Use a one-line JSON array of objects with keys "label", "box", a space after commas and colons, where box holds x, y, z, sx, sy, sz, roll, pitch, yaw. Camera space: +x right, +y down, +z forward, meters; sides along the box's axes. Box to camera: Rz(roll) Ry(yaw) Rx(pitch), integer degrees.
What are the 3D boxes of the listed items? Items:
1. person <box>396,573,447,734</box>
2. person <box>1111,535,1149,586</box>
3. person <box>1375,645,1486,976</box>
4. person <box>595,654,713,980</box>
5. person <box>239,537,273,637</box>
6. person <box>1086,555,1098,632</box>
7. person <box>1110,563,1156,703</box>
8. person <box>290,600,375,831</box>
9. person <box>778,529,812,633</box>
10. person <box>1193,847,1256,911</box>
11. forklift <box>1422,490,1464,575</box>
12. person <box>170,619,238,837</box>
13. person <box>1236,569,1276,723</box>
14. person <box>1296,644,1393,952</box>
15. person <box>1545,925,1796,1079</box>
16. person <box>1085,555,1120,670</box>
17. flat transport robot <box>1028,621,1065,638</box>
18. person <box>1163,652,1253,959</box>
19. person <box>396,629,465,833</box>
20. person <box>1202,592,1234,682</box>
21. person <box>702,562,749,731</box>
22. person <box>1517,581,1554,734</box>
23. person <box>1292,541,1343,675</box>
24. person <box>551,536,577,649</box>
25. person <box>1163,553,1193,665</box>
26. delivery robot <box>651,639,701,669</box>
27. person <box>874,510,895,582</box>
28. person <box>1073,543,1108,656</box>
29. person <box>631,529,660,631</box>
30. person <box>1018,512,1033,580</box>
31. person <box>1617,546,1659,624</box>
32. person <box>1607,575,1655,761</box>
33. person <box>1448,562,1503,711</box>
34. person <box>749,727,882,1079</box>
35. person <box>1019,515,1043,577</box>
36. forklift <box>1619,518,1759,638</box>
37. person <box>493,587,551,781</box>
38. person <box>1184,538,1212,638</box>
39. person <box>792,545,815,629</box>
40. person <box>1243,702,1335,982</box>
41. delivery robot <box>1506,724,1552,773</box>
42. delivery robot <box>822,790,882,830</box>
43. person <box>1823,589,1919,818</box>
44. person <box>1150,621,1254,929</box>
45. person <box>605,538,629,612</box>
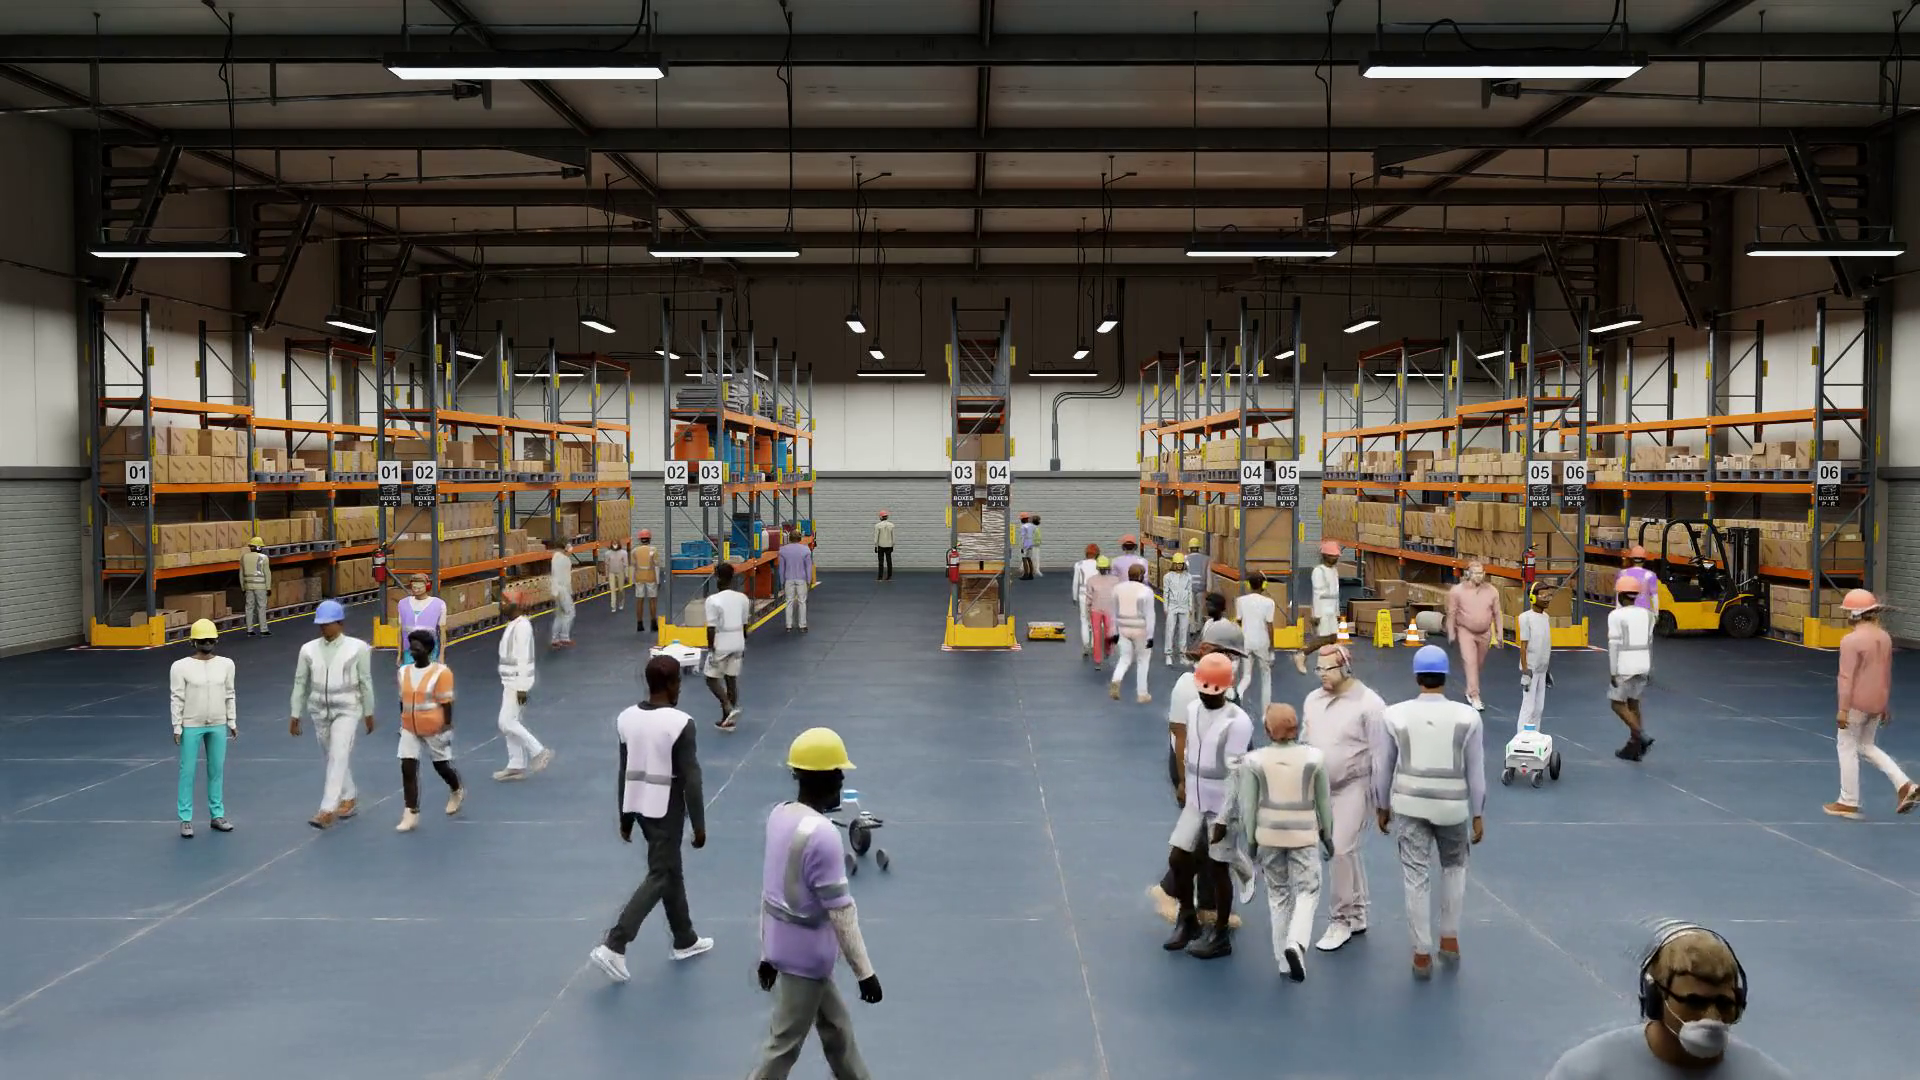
[{"label": "person", "box": [-6.136, 1.290, 18.413, 0.563, 1.838, 0.389, 0, 2, 2]}, {"label": "person", "box": [2.742, 0.919, 25.835, 0.634, 1.993, 0.982, 1, 2, 14]}, {"label": "person", "box": [2.818, 1.591, 9.681, 0.635, 1.921, 0.660, 1, 2, 17]}, {"label": "person", "box": [-1.817, 1.633, 9.618, 0.603, 1.859, 0.933, 2, 3, 37]}, {"label": "person", "box": [-12.823, 0.860, 29.440, 0.586, 1.823, 0.403, 0, 2, 8]}, {"label": "person", "box": [2.495, 0.917, 30.453, 0.518, 1.618, 0.354, 1, 2, 18]}, {"label": "person", "box": [2.226, 1.202, 20.839, 0.636, 1.819, 0.675, 2, 3, 35]}, {"label": "person", "box": [-5.311, 1.455, 13.607, 0.644, 1.890, 1.012, 0, 2, 4]}, {"label": "person", "box": [-3.085, 0.770, 30.267, 0.631, 1.940, 0.372, 0, 2, 1]}, {"label": "person", "box": [1.739, 1.693, 10.918, 0.399, 1.628, 0.537, -2, 3, -36]}, {"label": "forklift", "box": [13.926, -0.371, 47.846, 1.873, 2.768, 1.129, 0, 2, 0]}, {"label": "person", "box": [-6.218, 1.529, 13.295, 0.313, 1.769, 0.523, 2, 3, 43]}, {"label": "person", "box": [3.482, 1.264, 19.031, 0.544, 1.846, 0.811, 2, 3, 36]}, {"label": "person", "box": [2.332, 1.599, 10.150, 0.773, 1.877, 0.653, -1, 3, -32]}, {"label": "person", "box": [1.687, 1.839, 3.904, 0.631, 1.907, 0.943, 0, 2, 4]}, {"label": "person", "box": [2.174, 1.089, 24.656, 0.539, 1.743, 0.577, 0, 2, 4]}, {"label": "flat transport robot", "box": [1.575, 1.639, 29.596, 0.652, 0.197, 1.431, 0, 2, 1]}, {"label": "person", "box": [1.516, 1.609, 9.768, 0.522, 1.888, 0.574, -2, 3, -37]}, {"label": "person", "box": [-4.467, 1.569, 13.620, 0.534, 1.667, 0.794, 1, 2, 13]}, {"label": "person", "box": [2.830, 1.401, 17.533, 0.408, 1.682, 0.539, -1, 2, -19]}, {"label": "person", "box": [-2.676, 1.228, 18.580, 0.614, 1.950, 0.480, -2, 3, -42]}, {"label": "person", "box": [5.884, 1.352, 16.453, 0.520, 1.873, 0.328, -2, 3, -42]}, {"label": "person", "box": [5.183, 1.017, 23.150, 0.647, 2.021, 0.607, 2, 3, 40]}, {"label": "person", "box": [-6.657, 0.896, 27.323, 0.631, 1.917, 0.665, 0, 2, -1]}, {"label": "person", "box": [3.402, 1.070, 25.145, 0.493, 1.743, 0.296, -1, 2, -14]}, {"label": "delivery robot", "box": [-4.140, 1.692, 23.535, 0.707, 0.478, 0.477, -2, 4, -43]}, {"label": "person", "box": [-2.118, 0.161, 45.025, 0.614, 1.987, 0.407, -1, 3, -31]}, {"label": "person", "box": [2.153, 0.966, 26.492, 0.570, 1.858, 0.899, 0, 2, -1]}, {"label": "person", "box": [-5.960, 0.755, 30.667, 0.551, 1.934, 0.370, 0, 2, 2]}, {"label": "person", "box": [1.845, 0.167, 45.654, 0.387, 1.928, 0.550, 1, 3, 32]}, {"label": "person", "box": [10.161, 1.037, 24.169, 0.565, 1.882, 1.019, 2, 3, 39]}, {"label": "person", "box": [6.945, 1.323, 16.649, 0.555, 1.923, 0.595, -1, 2, -16]}, {"label": "person", "box": [6.553, 1.198, 20.546, 0.659, 1.864, 0.983, 0, 2, -1]}, {"label": "person", "box": [-0.583, 1.734, 6.831, 1.000, 1.873, 0.598, -1, 2, -23]}, {"label": "person", "box": [2.074, 0.172, 46.777, 0.619, 1.826, 0.663, 1, 3, 25]}, {"label": "forklift", "box": [13.417, 0.684, 29.791, 2.313, 2.155, 1.214, 0, 2, 0]}, {"label": "person", "box": [-4.286, 1.387, 15.587, 0.458, 1.865, 0.600, -1, 3, -26]}, {"label": "person", "box": [4.254, 0.864, 29.419, 0.621, 1.809, 0.732, 0, 2, 1]}, {"label": "person", "box": [-3.074, 0.894, 31.083, 0.529, 1.621, 0.386, -1, 2, -22]}, {"label": "person", "box": [1.893, 1.756, 9.351, 0.531, 1.616, 0.551, 1, 2, 18]}, {"label": "delivery robot", "box": [5.475, 2.012, 15.527, 0.477, 0.478, 0.707, 1, 2, 27]}, {"label": "delivery robot", "box": [-0.838, 2.014, 12.254, 0.335, 0.223, 0.698, -1, 3, -31]}, {"label": "person", "box": [7.805, 1.408, 13.831, 0.622, 1.978, 0.639, -1, 3, -30]}, {"label": "person", "box": [1.643, 1.526, 10.514, 0.544, 2.000, 0.703, 1, 3, 30]}, {"label": "person", "box": [-7.441, 0.744, 34.994, 0.510, 1.609, 0.673, 0, 2, -7]}]
